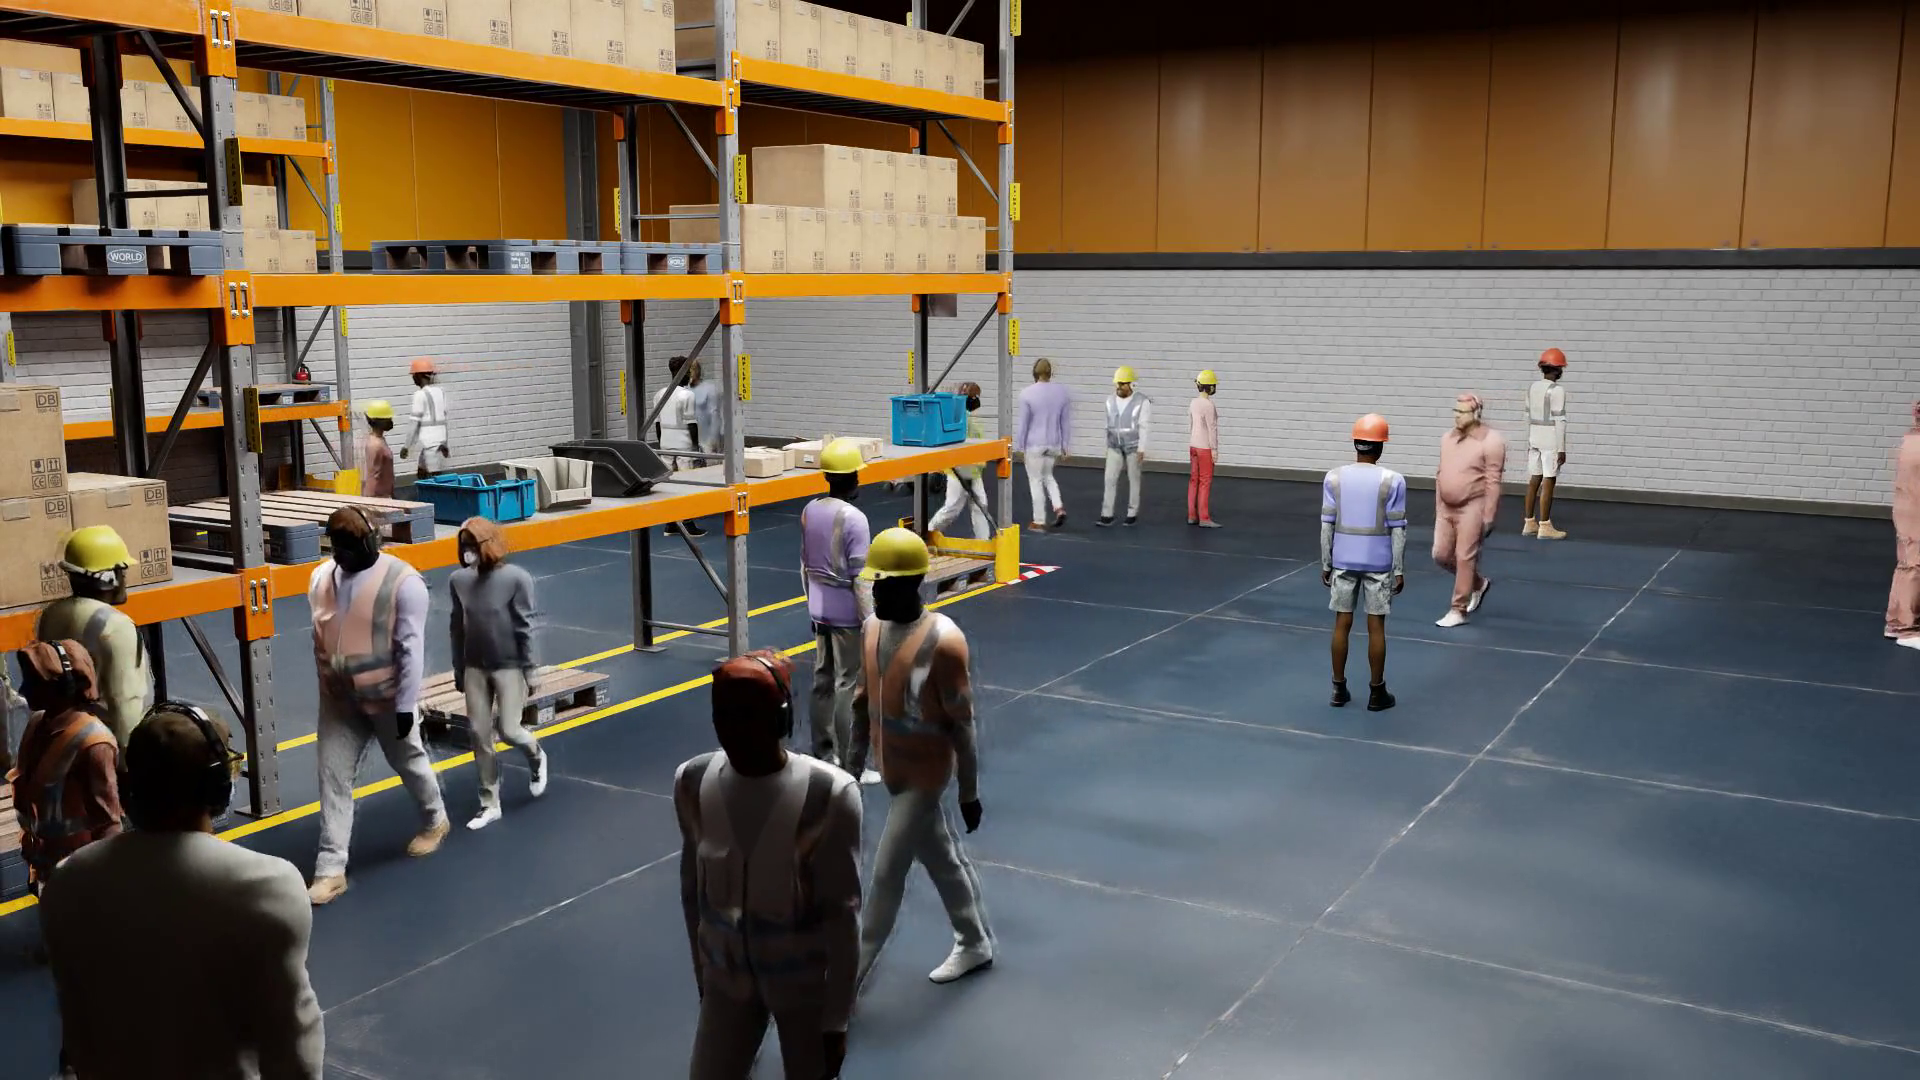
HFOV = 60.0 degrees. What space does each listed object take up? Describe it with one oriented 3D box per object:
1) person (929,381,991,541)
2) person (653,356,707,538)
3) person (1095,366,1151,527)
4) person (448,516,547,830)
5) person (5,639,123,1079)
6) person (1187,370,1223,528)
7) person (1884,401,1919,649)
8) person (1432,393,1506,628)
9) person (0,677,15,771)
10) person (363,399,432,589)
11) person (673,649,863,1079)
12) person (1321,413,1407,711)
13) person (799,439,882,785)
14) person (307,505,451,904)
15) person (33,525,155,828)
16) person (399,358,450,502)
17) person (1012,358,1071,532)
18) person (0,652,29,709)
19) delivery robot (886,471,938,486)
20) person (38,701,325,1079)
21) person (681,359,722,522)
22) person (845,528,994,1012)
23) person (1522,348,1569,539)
[{"bbox_3d":[-0.033,-0.672,16.401,0.889,1.805,0.634,1,9,8],"label":"person"},{"bbox_3d":[-3.022,-1.001,17.914,0.601,1.961,0.372,7,11,37],"label":"person"},{"bbox_3d":[1.796,-1.020,18.502,0.595,1.805,0.745,5,10,29],"label":"person"},{"bbox_3d":[-2.383,0.661,8.612,0.511,1.612,0.492,2,9,15],"label":"person"},{"bbox_3d":[-2.975,1.134,5.592,0.511,1.641,0.308,7,11,36],"label":"person"},{"bbox_3d":[2.742,-1.018,18.631,0.309,1.769,0.523,-3,10,-21],"label":"person"},{"bbox_3d":[7.302,-0.116,12.624,0.403,1.896,0.687,2,9,15],"label":"person"},{"bbox_3d":[4.098,-0.246,13.413,0.589,1.890,0.663,-5,10,-29],"label":"person"},{"bbox_3d":[-5.659,0.482,9.149,0.622,1.806,0.827,4,10,22],"label":"person"},{"bbox_3d":[-5.231,-0.395,14.826,0.834,1.735,0.518,-3,10,-20],"label":"person"},{"bbox_3d":[-0.546,1.224,4.385,0.582,1.846,0.910,3,10,17],"label":"person"},{"bbox_3d":[2.636,0.142,10.856,0.551,1.935,0.375,5,10,28],"label":"person"},{"bbox_3d":[-0.656,0.404,9.241,0.355,1.930,0.593,-7,12,-38],"label":"person"},{"bbox_3d":[-2.744,0.709,7.784,0.618,1.798,0.967,2,9,12],"label":"person"},{"bbox_3d":[-3.511,0.824,7.028,0.621,1.792,0.873,5,10,27],"label":"person"},{"bbox_3d":[-6.077,-1.105,18.784,0.990,1.880,0.567,1,9,6],"label":"person"},{"bbox_3d":[0.889,-1.032,18.227,0.633,1.924,0.461,-6,11,-31],"label":"person"},{"bbox_3d":[-6.320,0.335,10.635,0.613,1.616,0.510,-7,11,-37],"label":"person"},{"bbox_3d":[-0.623,-0.909,21.424,0.707,0.478,0.477,-9,13,-43],"label":"delivery robot"},{"bbox_3d":[-1.664,1.296,3.684,0.658,1.924,0.442,2,9,10],"label":"person"},{"bbox_3d":[-2.898,-1.159,19.135,0.664,1.896,0.973,5,11,31],"label":"person"},{"bbox_3d":[-0.244,0.882,6.418,1.010,1.872,0.610,-6,11,-35],"label":"person"},{"bbox_3d":[6.317,-1.031,17.848,0.380,2.041,0.616,-2,9,-15],"label":"person"}]
